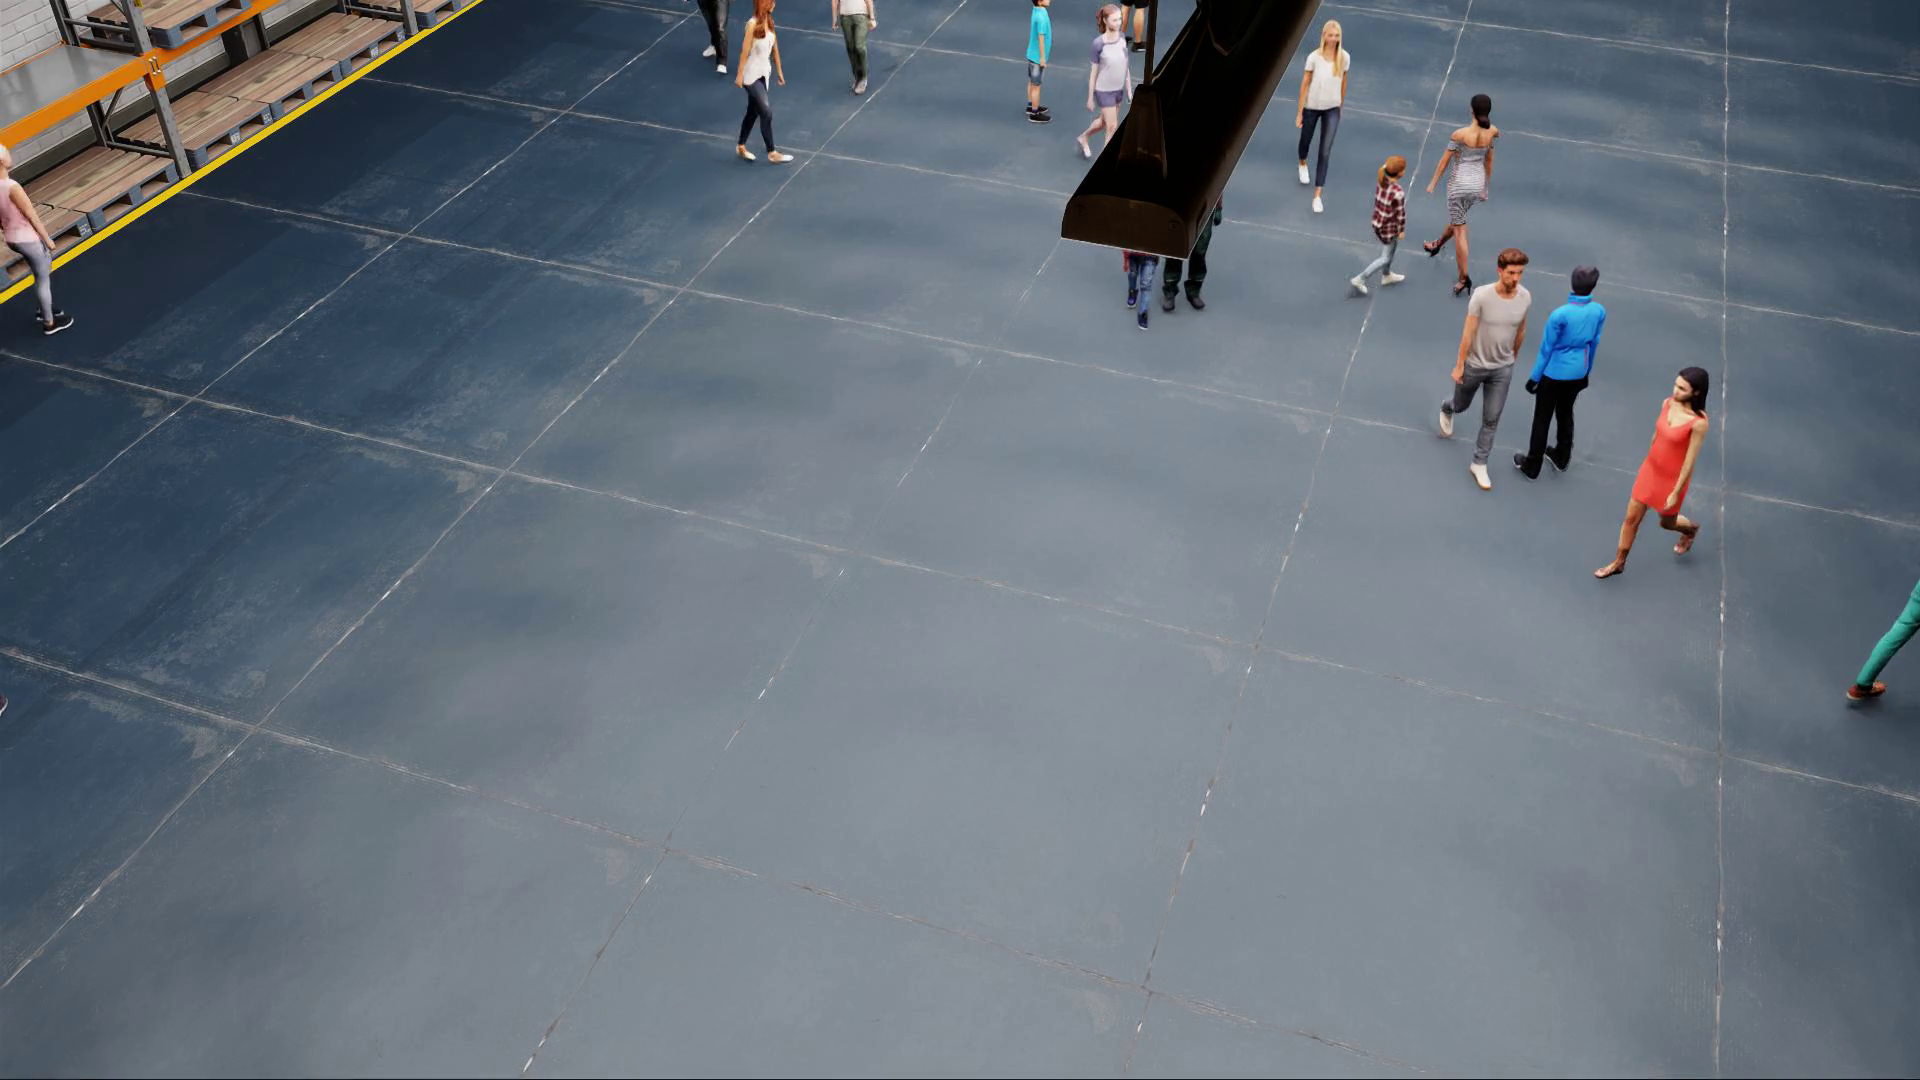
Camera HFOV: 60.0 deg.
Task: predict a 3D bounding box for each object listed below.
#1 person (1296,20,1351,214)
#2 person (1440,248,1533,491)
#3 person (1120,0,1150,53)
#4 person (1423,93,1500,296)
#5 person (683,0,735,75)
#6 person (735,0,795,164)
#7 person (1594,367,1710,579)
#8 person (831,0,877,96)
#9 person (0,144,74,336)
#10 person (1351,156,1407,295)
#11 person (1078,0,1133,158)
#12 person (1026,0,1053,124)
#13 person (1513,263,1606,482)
[{"bbox_3d":[3.473,-4.174,16.153,0.864,1.759,1.262,1,39,1],"label":"person"},{"bbox_3d":[3.940,-1.371,12.552,0.930,1.874,1.212,-1,39,-2],"label":"person"},{"bbox_3d":[2.025,-6.490,19.095,0.683,1.707,0.700,-29,47,-31],"label":"person"},{"bbox_3d":[4.494,-2.997,14.662,1.029,1.781,1.162,-11,40,-13],"label":"person"},{"bbox_3d":[-2.775,-6.159,18.656,0.958,1.738,1.262,6,39,7],"label":"person"},{"bbox_3d":[-2.128,-4.652,16.773,0.731,1.733,0.822,22,43,25],"label":"person"},{"bbox_3d":[4.960,-0.448,11.545,1.104,1.687,1.015,-17,42,-20],"label":"person"},{"bbox_3d":[-1.129,-5.753,18.225,0.646,1.642,0.693,10,40,12],"label":"person"},{"bbox_3d":[-7.993,-2.503,14.097,0.601,1.714,0.628,20,43,23],"label":"person"},{"bbox_3d":[3.769,-2.785,14.791,0.859,1.290,0.856,-9,40,-12],"label":"person"},{"bbox_3d":[1.431,-4.492,16.574,1.098,1.732,0.975,-29,47,-31],"label":"person"},{"bbox_3d":[0.821,-5.190,17.675,0.653,1.449,0.546,-3,39,-4],"label":"person"},{"bbox_3d":[4.519,-1.239,12.454,0.715,1.790,0.750,-9,39,-11],"label":"person"}]
